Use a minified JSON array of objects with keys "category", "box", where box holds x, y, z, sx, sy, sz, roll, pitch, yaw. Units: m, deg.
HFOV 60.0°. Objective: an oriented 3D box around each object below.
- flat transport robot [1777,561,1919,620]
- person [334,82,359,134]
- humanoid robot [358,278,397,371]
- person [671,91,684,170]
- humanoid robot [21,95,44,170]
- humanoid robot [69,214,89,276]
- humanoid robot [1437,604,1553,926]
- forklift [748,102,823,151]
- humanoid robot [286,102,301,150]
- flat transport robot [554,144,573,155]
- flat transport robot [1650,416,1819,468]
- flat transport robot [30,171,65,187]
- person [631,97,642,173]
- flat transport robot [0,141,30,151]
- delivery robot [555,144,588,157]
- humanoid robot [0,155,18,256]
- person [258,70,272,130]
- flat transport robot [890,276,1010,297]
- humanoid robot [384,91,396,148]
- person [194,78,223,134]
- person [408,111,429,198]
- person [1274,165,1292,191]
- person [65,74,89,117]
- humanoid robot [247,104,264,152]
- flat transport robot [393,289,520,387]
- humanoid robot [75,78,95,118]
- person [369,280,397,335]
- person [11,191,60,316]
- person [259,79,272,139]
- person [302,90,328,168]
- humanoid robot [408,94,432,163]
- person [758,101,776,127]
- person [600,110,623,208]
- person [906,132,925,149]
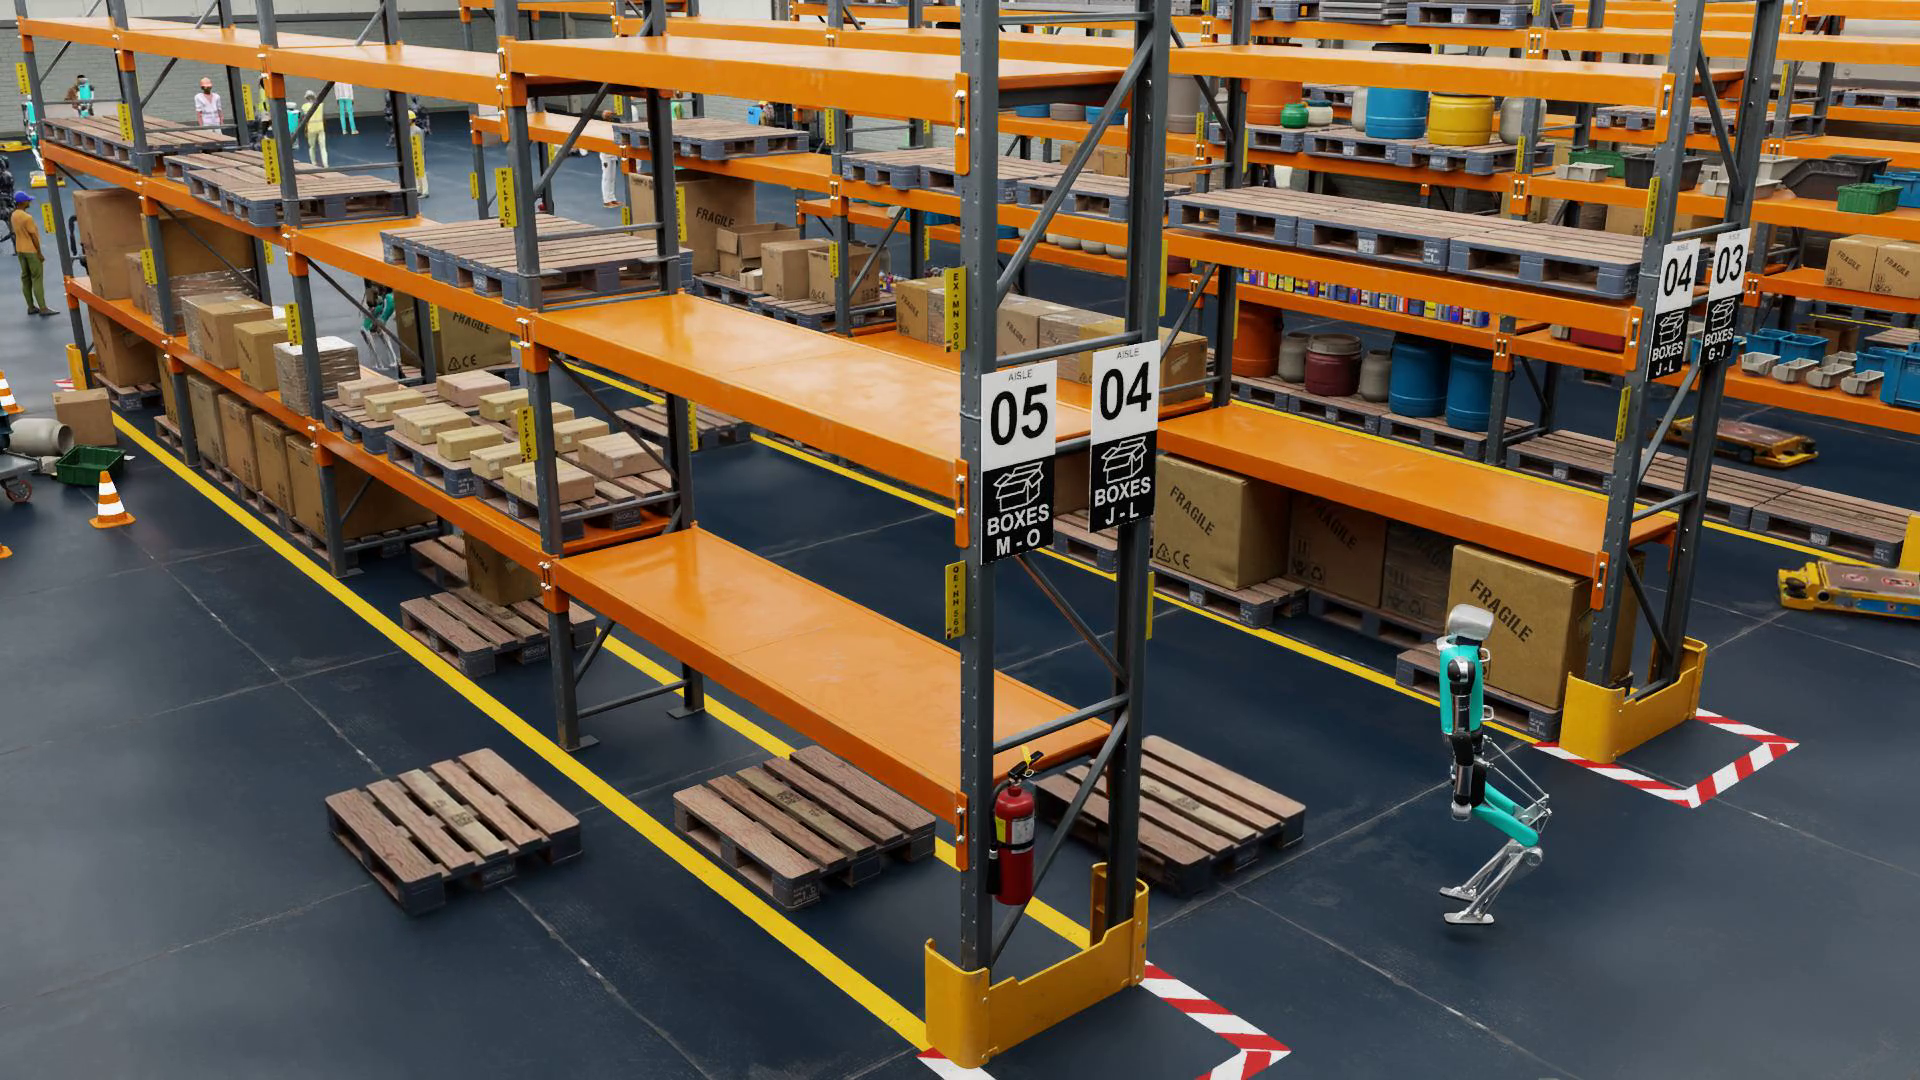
[{"category":"flat transport robot","box":[7.080,0.418,12.745,1.431,0.231,0.659,8,21,20]},{"category":"person","box":[-17.249,-12.358,46.632,0.490,1.913,0.371,0,19,1]},{"category":"humanoid robot","box":[-7.009,-2.935,20.005,0.682,1.751,0.530,14,24,35]},{"category":"person","box":[-6.476,-9.417,38.162,0.402,1.979,0.484,-8,21,-22]},{"category":"humanoid robot","box":[-21.368,-9.374,38.552,0.530,1.890,0.791,-12,22,-30]},{"category":"humanoid robot","box":[-12.159,-4.027,23.326,0.600,1.634,0.704,-12,23,-31]},{"category":"humanoid robot","box":[2.690,1.142,8.270,0.735,1.677,0.533,5,20,14]},{"category":"forklift","box":[-4.526,-11.368,42.374,1.129,2.768,1.873,-15,24,-37]},{"category":"humanoid robot","box":[-15.028,-8.787,36.778,0.980,1.761,0.542,7,20,18]},{"category":"flat transport robot","box":[-9.862,-9.971,42.314,0.659,0.231,1.431,11,22,28]},{"category":"flat transport robot","box":[7.830,-1.018,16.832,0.659,0.231,1.431,-14,24,-34]},{"category":"flat transport robot","box":[-20.070,-7.957,36.581,0.659,0.231,1.431,-10,22,-26]},{"category":"person","box":[-7.385,-9.105,37.398,0.377,1.896,0.563,-12,23,-31]},{"category":"flat transport robot","box":[-24.795,-10.121,42.741,1.431,0.231,0.659,2,19,7]},{"category":"delivery robot","box":[-9.682,-9.799,41.421,0.815,0.614,0.499,-15,24,-36]},{"category":"humanoid robot","box":[-15.910,-5.552,27.615,0.572,1.639,0.589,-2,19,-5]},{"category":"person","box":[-19.863,-12.709,47.686,0.396,1.875,0.508,8,21,23]},{"category":"flat transport robot","box":[-0.097,-2.627,21.411,0.659,0.231,1.431,-15,24,-37]},{"category":"humanoid robot","box":[-14.833,-11.022,43.189,0.460,1.648,0.612,-13,23,-33]},{"category":"person","box":[-17.796,-9.933,39.535,0.370,2.044,0.606,16,25,38]},{"category":"person","box":[-11.247,-7.950,34.302,0.532,1.766,0.326,16,25,39]},{"category":"person","box":[5.237,-5.577,27.473,0.604,1.814,0.471,-13,23,-33]},{"category":"person","box":[-23.285,-11.394,44.028,0.833,1.811,0.468,-15,24,-37]},{"category":"humanoid robot","box":[-15.730,-8.892,37.117,0.589,1.646,0.446,8,21,21]},{"category":"flat transport robot","box":[-5.655,-1.706,18.791,0.659,0.231,1.431,-8,21,-23]},{"category":"humanoid robot","box":[-22.932,-11.145,43.436,0.551,1.776,0.753,5,20,13]},{"category":"person","box":[-7.708,-3.738,22.086,0.616,1.923,0.862,7,21,19]},{"category":"person","box":[-12.870,-3.973,23.058,0.440,1.718,0.356,10,22,26]},{"category":"person","box":[-18.673,-11.547,44.681,0.389,1.671,0.544,-7,21,-20]},{"category":"person","box":[-14.884,-9.449,38.447,0.532,1.851,0.940,-10,22,-27]},{"category":"humanoid robot","box":[-13.093,-10.006,40.325,0.608,1.640,0.620,-1,19,-2]},{"category":"person","box":[-4.339,-9.087,37.541,0.399,1.764,0.543,8,21,22]},{"category":"person","box":[-6.962,-7.567,33.039,0.356,1.883,0.572,5,20,13]},{"category":"person","box":[-0.879,-7.553,33.225,0.479,1.737,0.327,17,26,40]}]
